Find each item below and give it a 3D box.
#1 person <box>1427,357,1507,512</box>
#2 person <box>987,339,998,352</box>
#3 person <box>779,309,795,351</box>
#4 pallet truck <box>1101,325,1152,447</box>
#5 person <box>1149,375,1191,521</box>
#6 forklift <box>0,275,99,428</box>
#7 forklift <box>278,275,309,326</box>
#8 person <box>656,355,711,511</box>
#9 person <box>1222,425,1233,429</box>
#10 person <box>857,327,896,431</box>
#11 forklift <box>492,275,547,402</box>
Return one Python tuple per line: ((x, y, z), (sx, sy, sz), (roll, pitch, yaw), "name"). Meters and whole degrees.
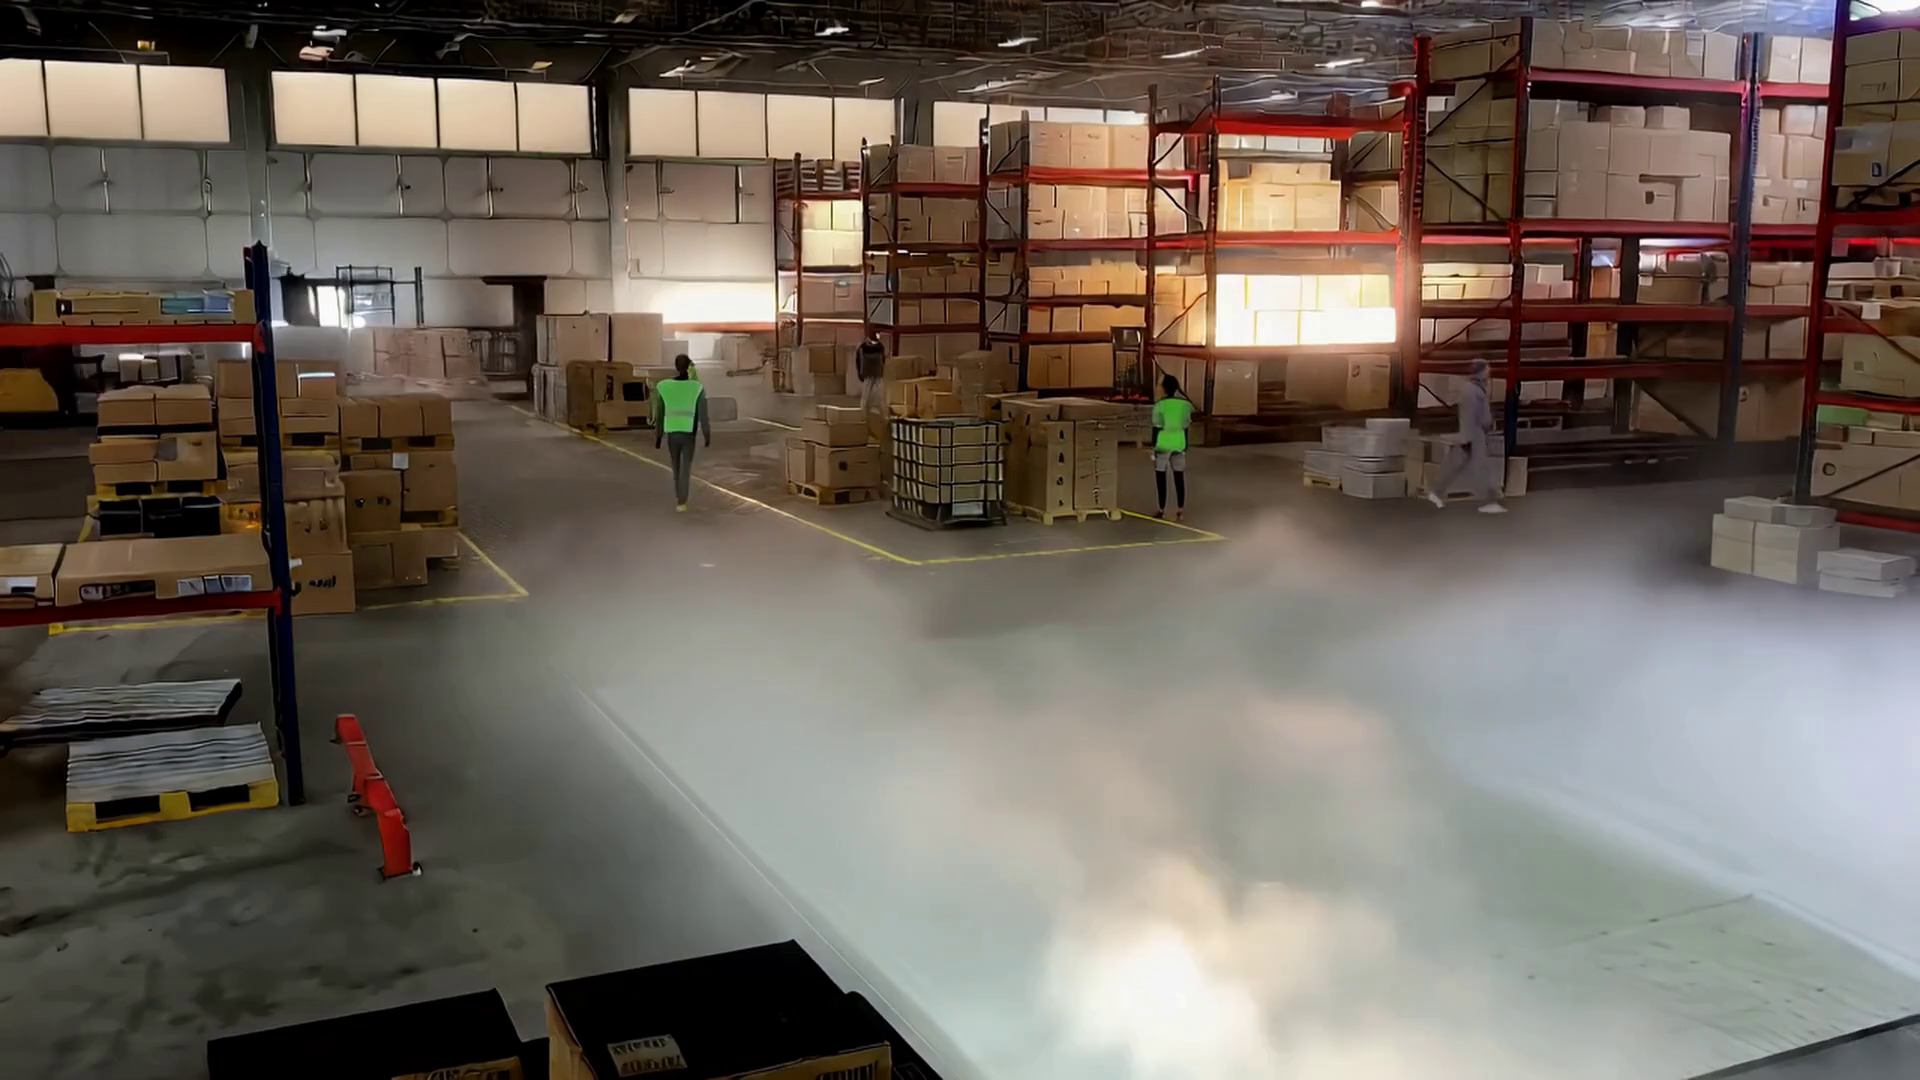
((6.168, -1.281, 20.161), (0.885, 1.874, 0.644), (2, 9, 13), "person")
((0.707, -4.166, 38.885), (0.794, 1.607, 0.515), (-3, 10, -16), "person")
((-4.511, -5.013, 43.109), (0.421, 1.948, 0.720), (-3, 10, -19), "person")
((2.881, -2.596, 27.923), (0.823, 1.965, 1.885), (-1, 9, -7), "pallet truck")
((2.438, -1.068, 19.376), (0.540, 1.696, 0.316), (-5, 10, -26), "person")
((-17.078, -3.554, 31.137), (1.873, 2.768, 1.129), (-4, 10, -25), "forklift")
((-16.119, -5.040, 40.356), (1.873, 2.768, 1.129), (0, 9, 0), "forklift")
((-3.366, -1.325, 20.394), (0.625, 1.870, 0.957), (1, 9, 4), "person")
((4.782, -3.001, 30.607), (0.663, 1.940, 0.622), (-5, 10, -28), "person")
((-1.543, -2.924, 30.271), (0.661, 1.887, 0.997), (-7, 11, -35), "person")
((-9.520, -4.552, 37.332), (1.873, 2.768, 1.129), (-4, 10, -25), "forklift")
